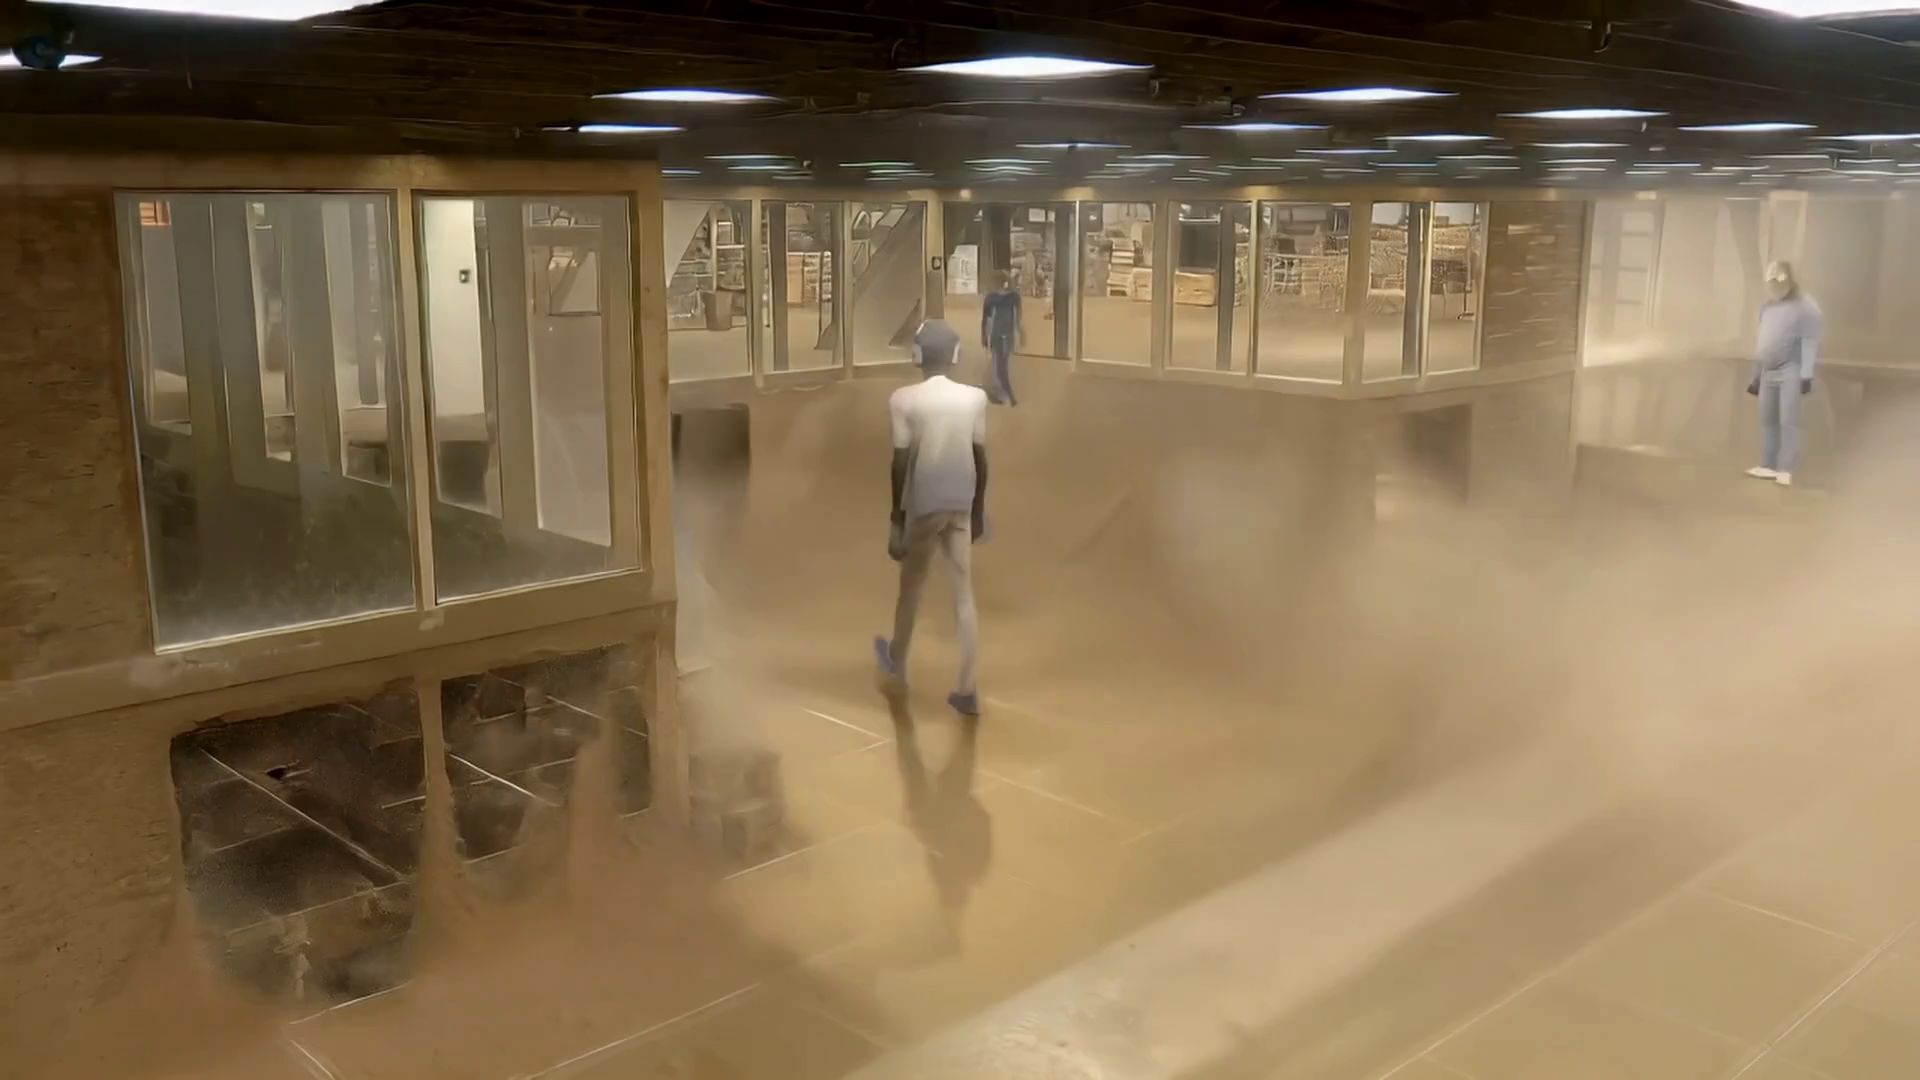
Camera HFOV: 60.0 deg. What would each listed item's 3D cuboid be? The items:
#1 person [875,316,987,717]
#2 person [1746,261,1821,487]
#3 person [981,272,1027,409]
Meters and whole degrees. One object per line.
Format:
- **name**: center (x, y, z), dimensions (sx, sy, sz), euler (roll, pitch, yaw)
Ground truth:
- **person**: center (-0.132, -0.137, 7.877), dimensions (0.554, 1.819, 0.971), euler (-4, 12, -20)
- **person**: center (6.967, -1.408, 14.118), dimensions (0.424, 1.874, 0.737), euler (-2, 11, -8)
- **person**: center (0.535, -2.332, 19.425), dimensions (0.519, 1.579, 0.842), euler (-6, 13, -29)
